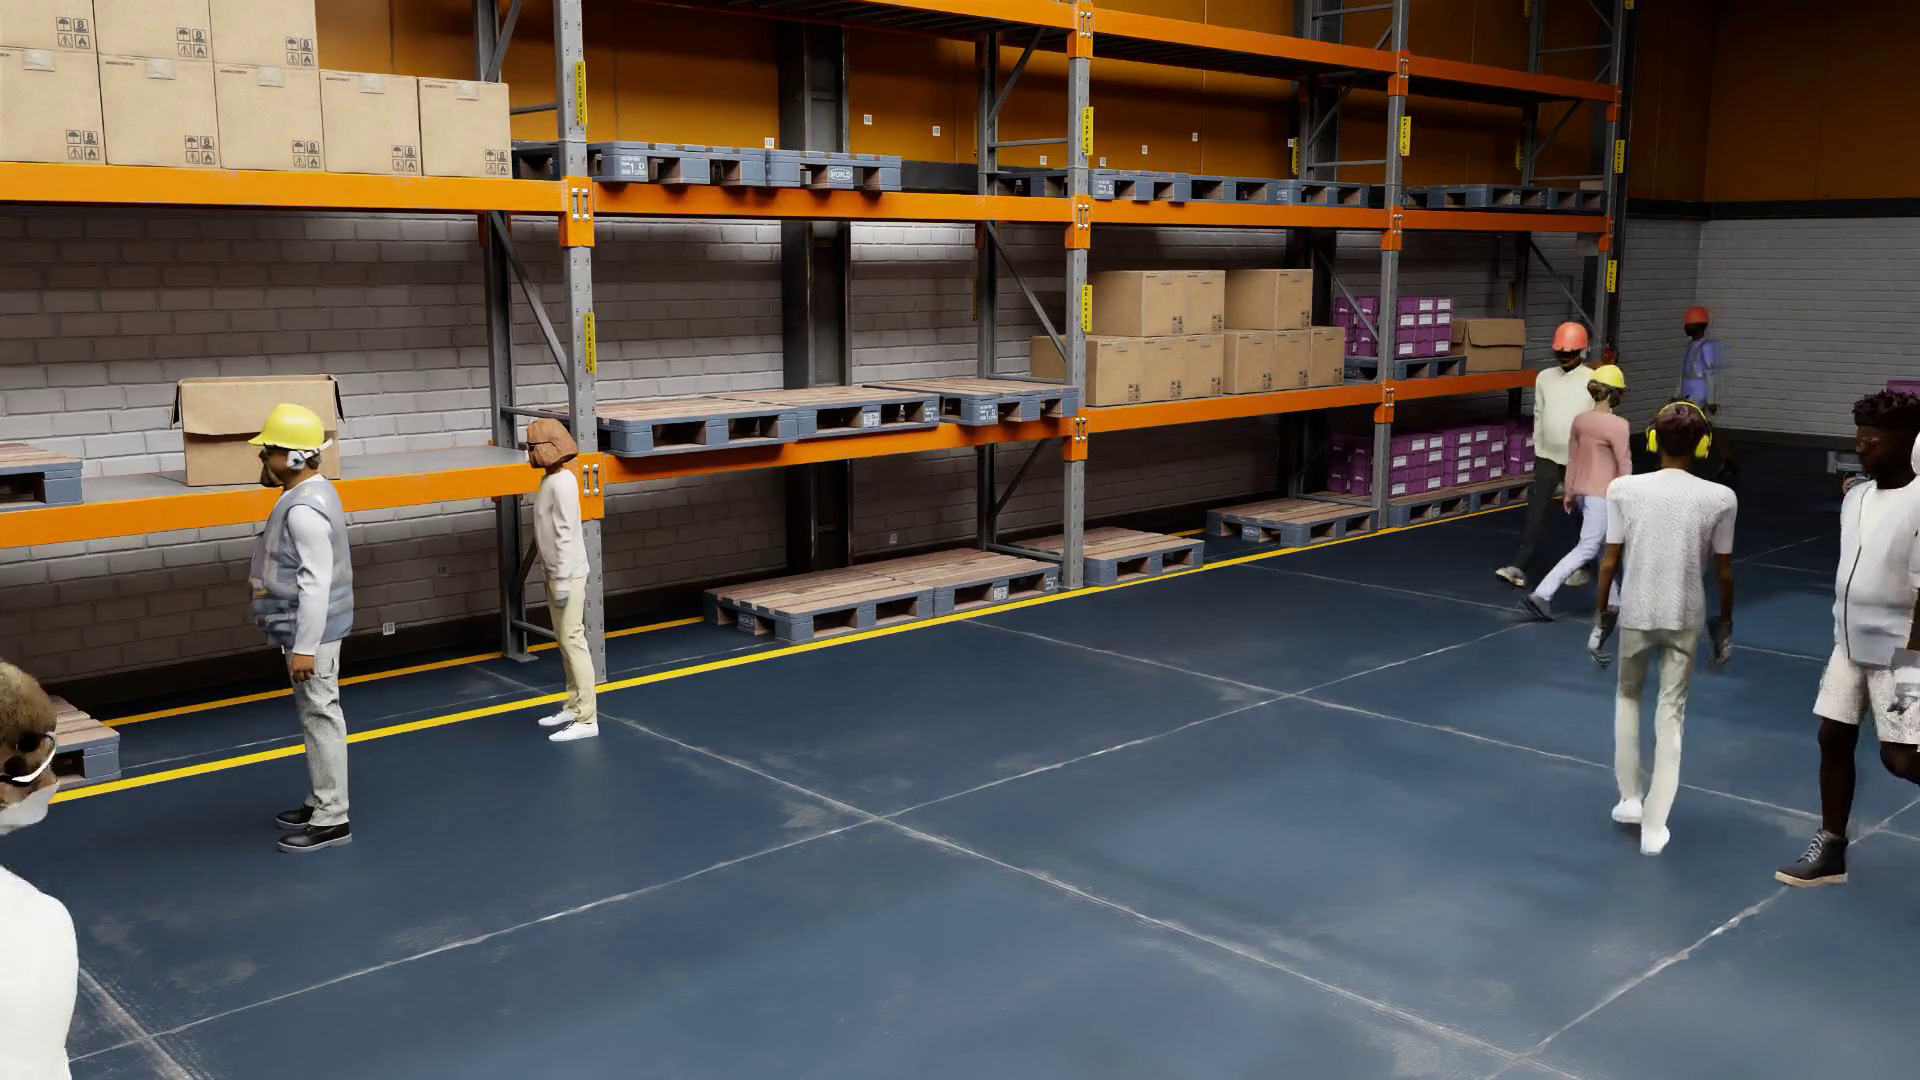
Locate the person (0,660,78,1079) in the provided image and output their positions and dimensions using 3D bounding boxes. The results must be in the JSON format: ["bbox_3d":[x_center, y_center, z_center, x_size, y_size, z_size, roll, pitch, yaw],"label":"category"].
[{"bbox_3d":[-1.579,1.095,2.414,0.669,1.887,0.759,4,11,23],"label":"person"}]

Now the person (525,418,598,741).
[{"bbox_3d":[-2.028,0.195,8.428,0.284,1.626,0.493,-4,11,-23],"label":"person"}]

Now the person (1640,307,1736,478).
[{"bbox_3d":[8.053,-1.595,18.156,1.012,1.892,0.545,2,10,10],"label":"person"}]

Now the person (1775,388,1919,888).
[{"bbox_3d":[3.589,0.394,6.317,0.758,1.944,0.609,-2,10,-10],"label":"person"}]

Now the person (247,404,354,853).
[{"bbox_3d":[-2.706,0.355,6.856,0.404,1.837,0.592,-4,10,-21],"label":"person"}]

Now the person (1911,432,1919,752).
[{"bbox_3d":[4.878,0.062,8.173,1.062,1.990,0.628,-8,13,-40],"label":"person"}]

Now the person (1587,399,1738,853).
[{"bbox_3d":[2.909,0.344,6.887,0.553,1.848,0.599,4,11,24],"label":"person"}]

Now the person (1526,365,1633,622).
[{"bbox_3d":[4.182,-0.301,11.070,0.882,1.727,0.518,-2,10,-13],"label":"person"}]

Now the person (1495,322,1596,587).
[{"bbox_3d":[4.348,-0.594,12.090,0.967,1.942,0.639,-8,13,-39],"label":"person"}]
